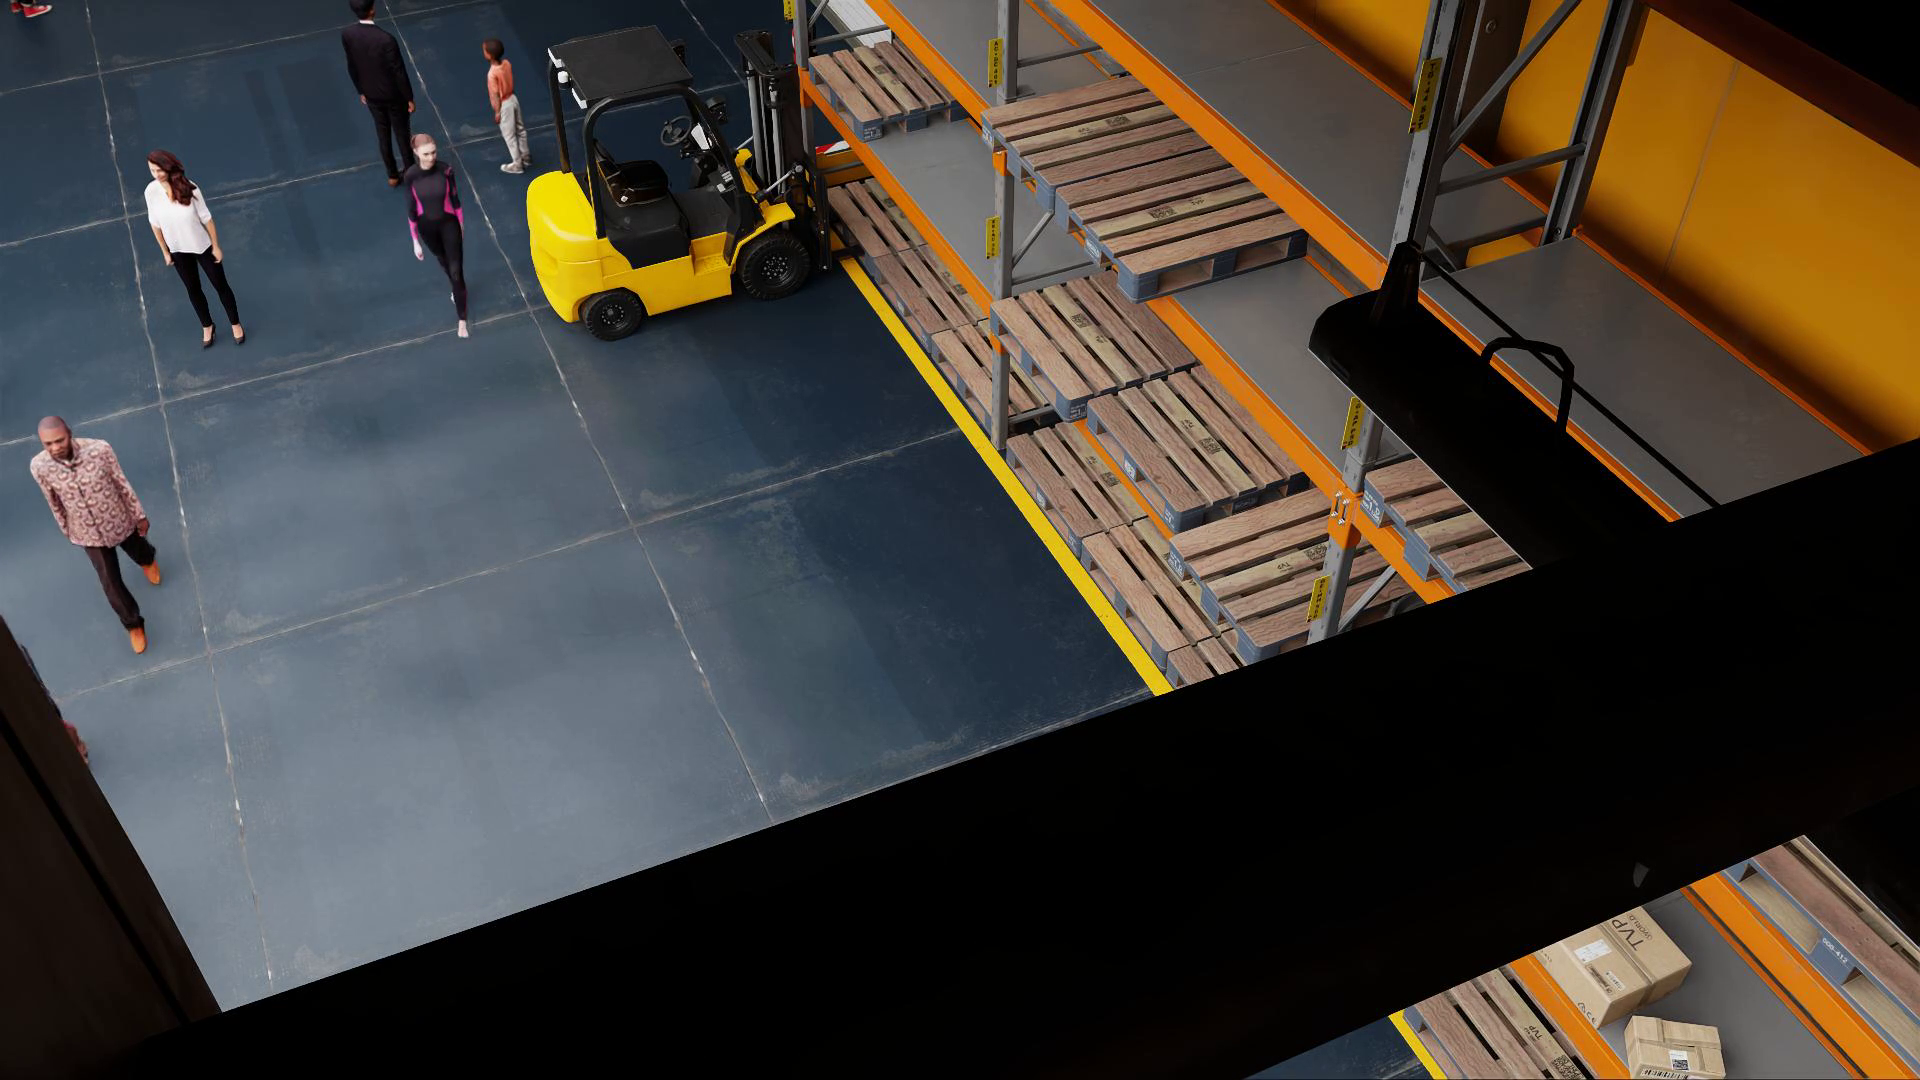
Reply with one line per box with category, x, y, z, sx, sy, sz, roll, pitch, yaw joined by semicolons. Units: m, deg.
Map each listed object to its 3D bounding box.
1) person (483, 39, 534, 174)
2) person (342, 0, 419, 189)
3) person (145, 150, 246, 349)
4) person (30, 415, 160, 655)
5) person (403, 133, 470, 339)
person;-4.219;-4.052;15.490;0.618;1.310;0.562;15;46;15
person;-5.238;-4.068;15.095;0.768;1.879;0.798;10;45;11
person;-6.145;-2.332;13.334;0.668;1.794;0.618;-6;44;-6
person;-5.691;-0.161;11.068;0.713;1.776;1.123;-21;47;-20
person;-4.281;-2.585;13.679;0.753;1.684;1.223;-8;44;-9
